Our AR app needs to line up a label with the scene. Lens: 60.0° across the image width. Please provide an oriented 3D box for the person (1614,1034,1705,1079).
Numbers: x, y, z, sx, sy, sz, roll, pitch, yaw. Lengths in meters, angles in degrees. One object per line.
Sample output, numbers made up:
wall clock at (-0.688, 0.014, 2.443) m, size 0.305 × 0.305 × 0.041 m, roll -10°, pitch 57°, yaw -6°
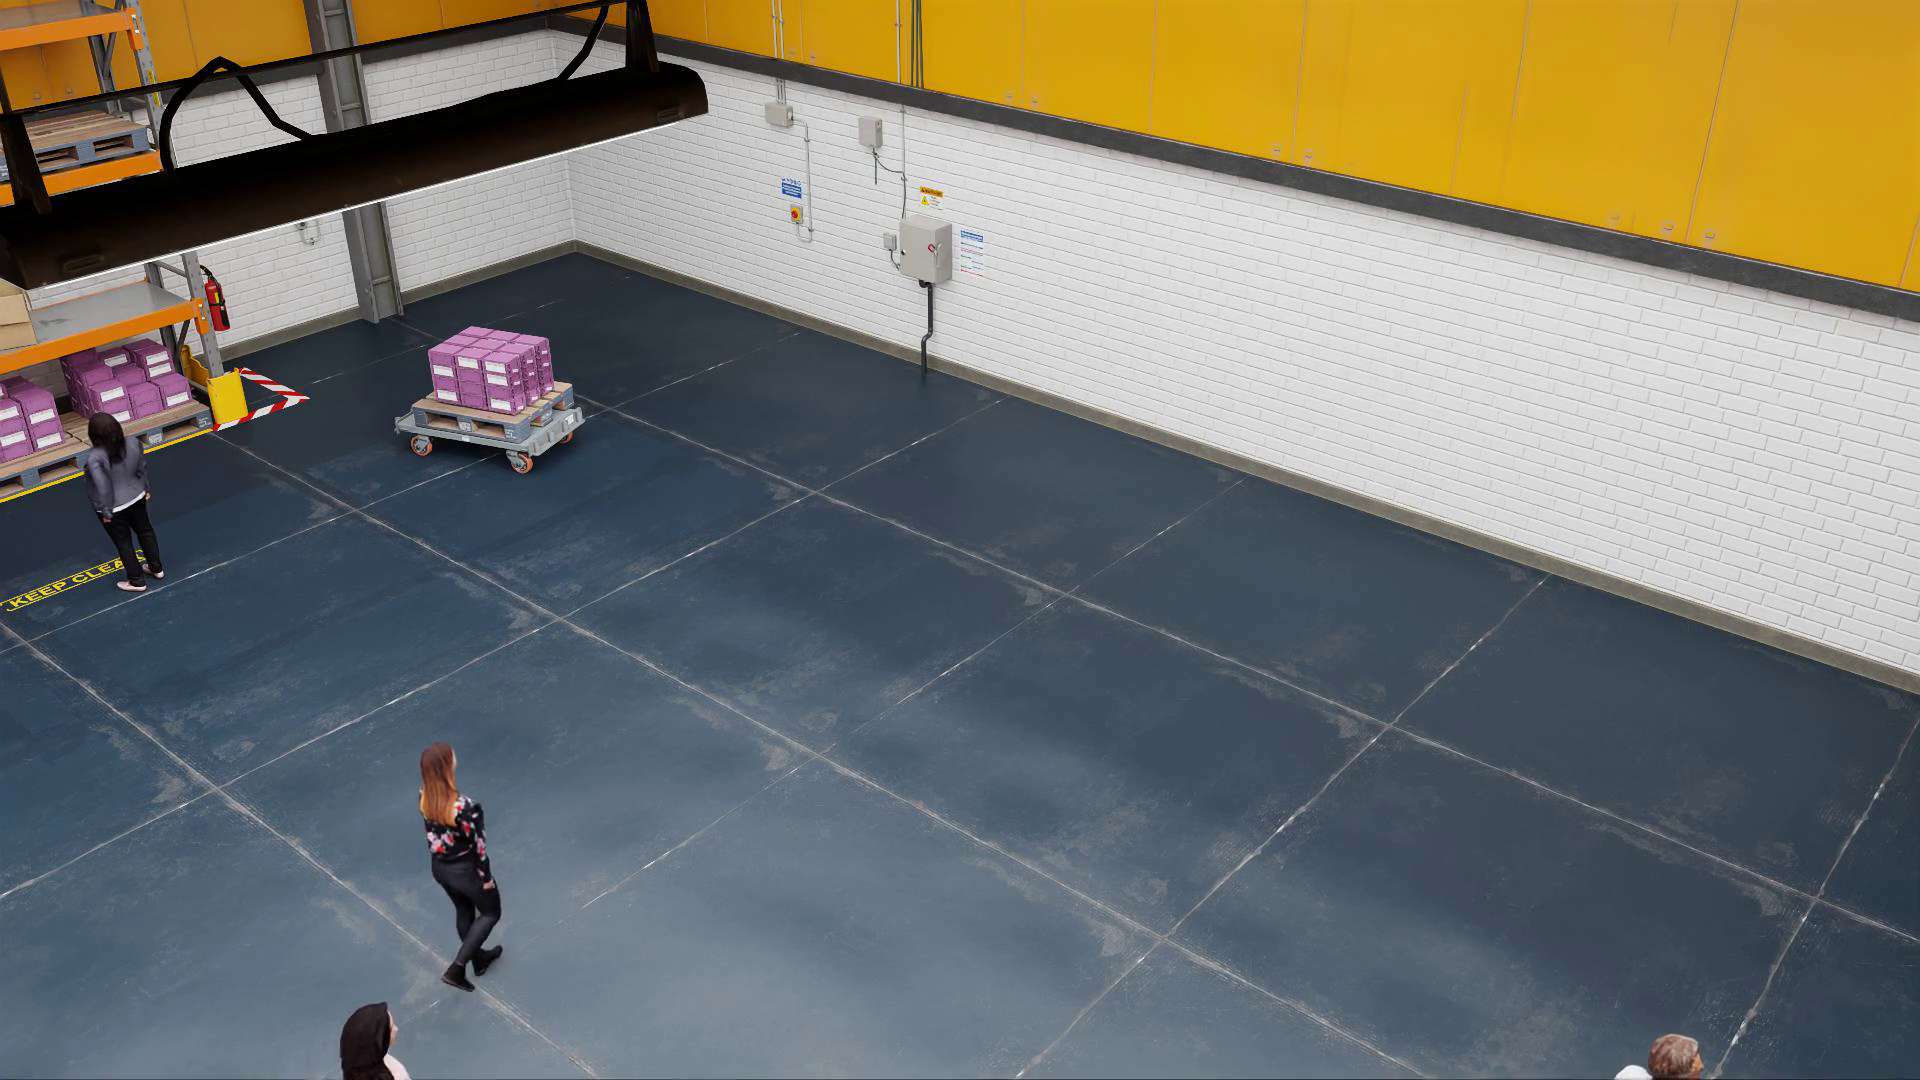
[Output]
person at (3.056, 2.938, 7.594) m, size 0.769 × 1.818 × 0.718 m, roll -4°, pitch 29°, yaw -7°

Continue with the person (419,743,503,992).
person at (-2.927, 1.928, 9.598) m, size 0.676 × 1.673 × 0.816 m, roll 15°, pitch 32°, yaw 25°

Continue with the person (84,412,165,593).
person at (-6.970, -0.332, 13.819) m, size 0.819 × 1.597 × 0.706 m, roll 11°, pitch 30°, yaw 19°

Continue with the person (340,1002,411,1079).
person at (-2.749, 2.903, 7.744) m, size 1.210 × 1.736 × 1.103 m, roll -4°, pitch 29°, yaw -7°
